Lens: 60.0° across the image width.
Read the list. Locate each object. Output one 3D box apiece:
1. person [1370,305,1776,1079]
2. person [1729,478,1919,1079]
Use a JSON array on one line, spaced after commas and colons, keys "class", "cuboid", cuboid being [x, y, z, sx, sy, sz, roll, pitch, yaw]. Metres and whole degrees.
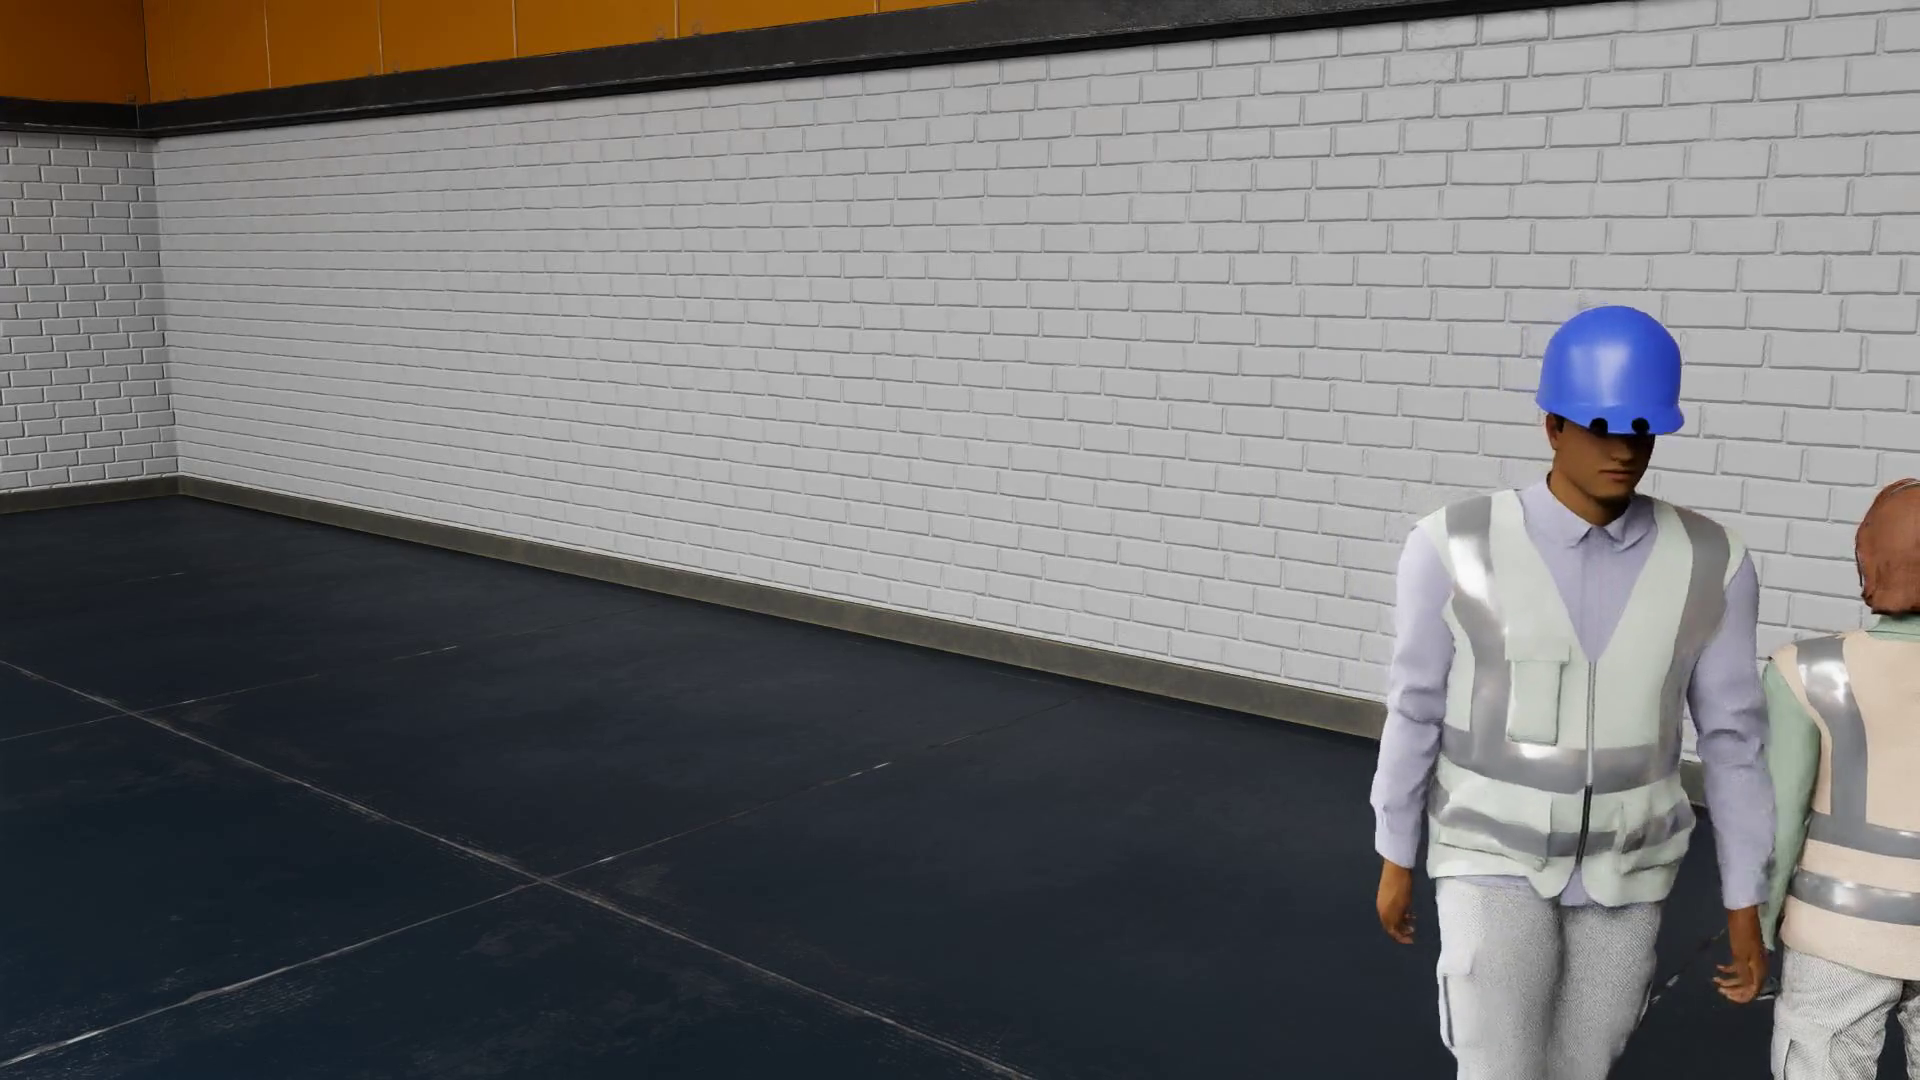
[{"class": "person", "cuboid": [1.040, 0.583, 2.780, 0.634, 1.919, 0.797, 1, 10, 3]}, {"class": "person", "cuboid": [1.606, 0.713, 2.871, 0.518, 1.636, 0.312, 2, 10, 10]}]
